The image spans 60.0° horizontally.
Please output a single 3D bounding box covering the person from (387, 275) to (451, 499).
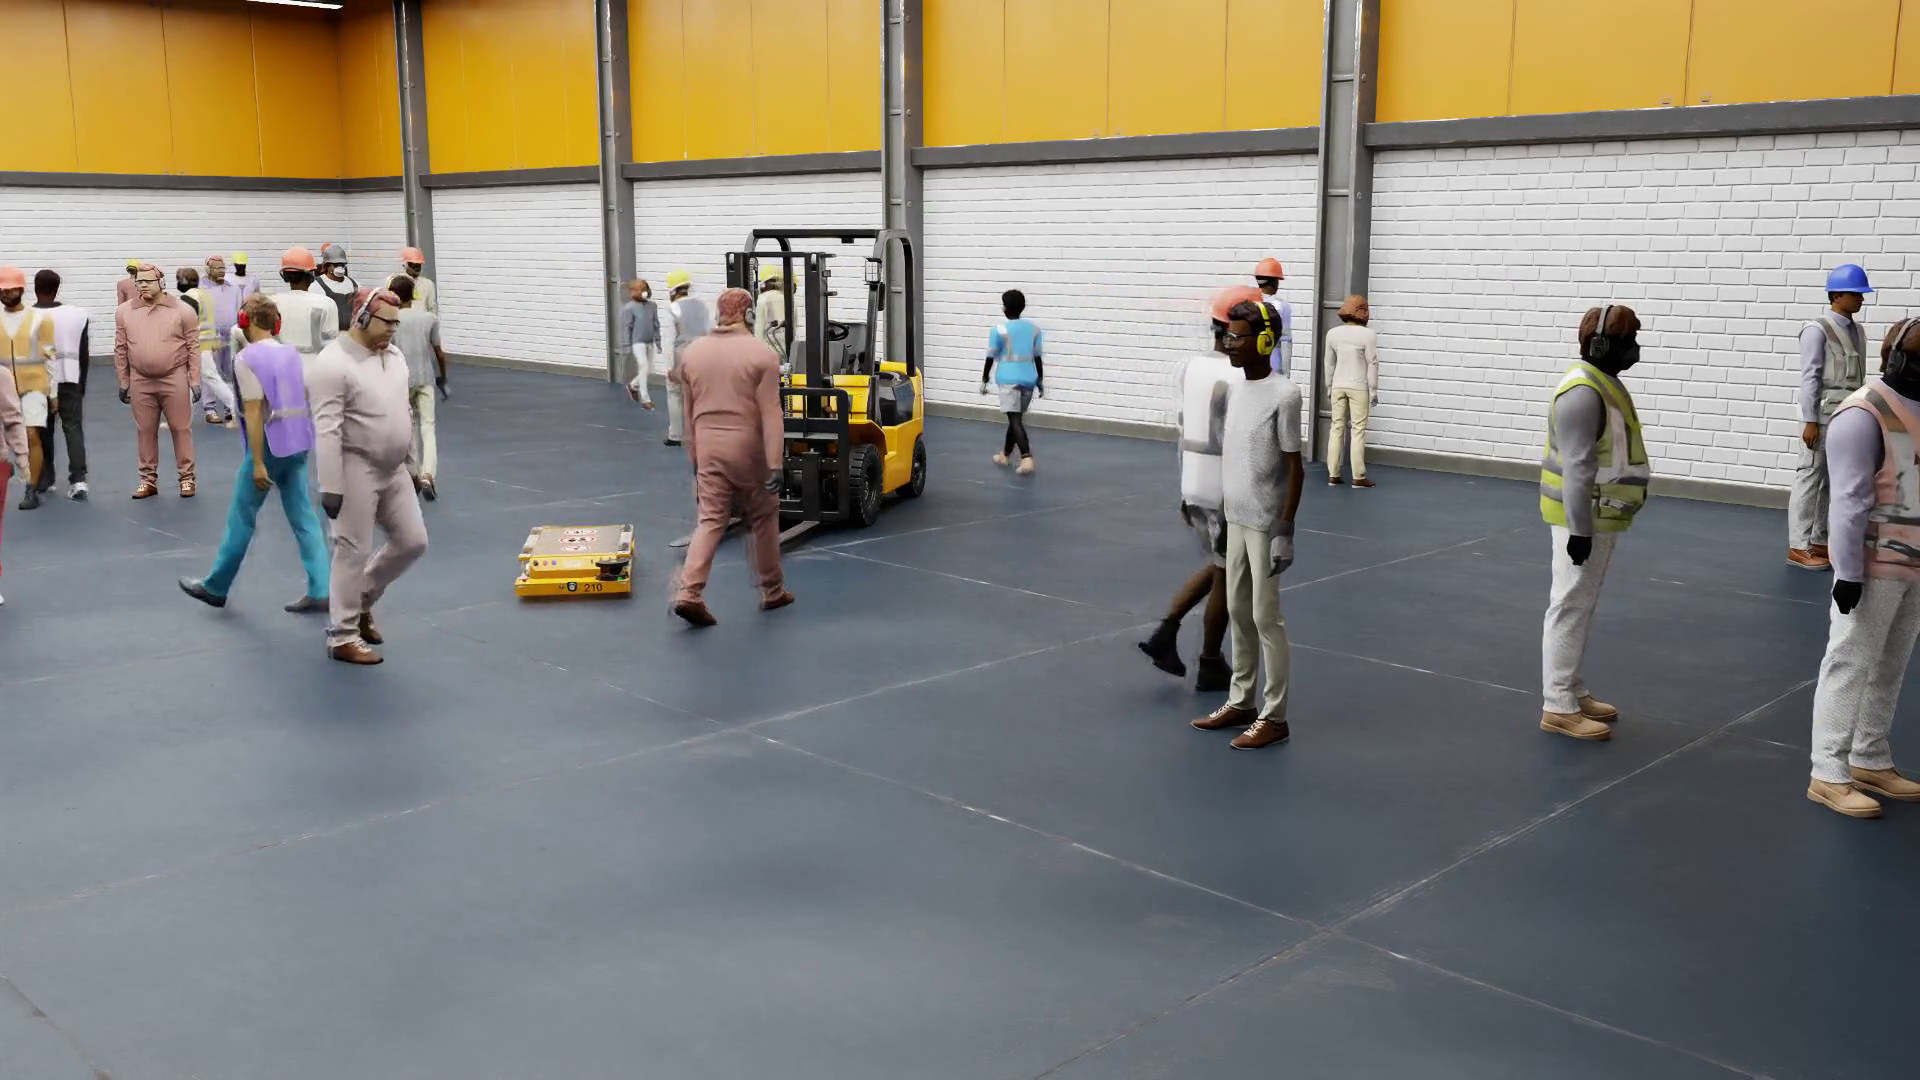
[{"bbox_3d":[-4.452,-1.256,13.621,0.551,1.826,0.944,-4,11,-19],"label":"person"}]

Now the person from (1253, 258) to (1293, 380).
[{"bbox_3d":[2.673,-1.503,14.626,0.550,1.933,0.375,8,13,37],"label":"person"}]

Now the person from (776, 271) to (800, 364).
[{"bbox_3d":[-1.953,-2.192,18.911,0.297,1.744,0.487,-1,10,-6],"label":"person"}]

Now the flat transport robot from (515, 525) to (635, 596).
[{"bbox_3d":[-2.385,0.105,10.402,0.652,0.197,1.431,-2,11,-9],"label":"flat transport robot"}]

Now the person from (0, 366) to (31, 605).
[{"bbox_3d":[-5.523,-0.425,9.316,0.540,1.720,0.894,-7,12,-33],"label":"person"}]

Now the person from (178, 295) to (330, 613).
[{"bbox_3d":[-3.979,-0.476,9.421,0.968,1.785,0.580,2,11,11],"label":"person"}]

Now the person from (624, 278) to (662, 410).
[{"bbox_3d":[-3.935,-2.415,20.477,0.549,1.610,0.506,8,13,37],"label":"person"}]

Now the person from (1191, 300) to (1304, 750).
[{"bbox_3d":[1.219,-0.062,6.950,0.312,1.869,0.535,-4,11,-22],"label":"person"}]

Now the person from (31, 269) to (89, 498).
[{"bbox_3d":[-7.429,-1.283,13.665,0.578,1.864,1.014,-7,12,-33],"label":"person"}]

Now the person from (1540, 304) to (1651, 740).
[{"bbox_3d":[2.720,-0.084,7.148,0.430,1.843,0.626,6,12,29],"label":"person"}]

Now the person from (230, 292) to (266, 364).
[{"bbox_3d":[-6.222,-1.400,14.898,0.546,1.615,0.588,-2,11,-13],"label":"person"}]

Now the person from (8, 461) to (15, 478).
[{"bbox_3d":[-8.309,-1.334,13.838,0.551,1.891,0.957,-1,10,-8],"label":"person"}]

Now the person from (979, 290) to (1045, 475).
[{"bbox_3d":[0.492,-1.426,14.998,0.550,1.647,0.914,-6,12,-28],"label":"person"}]

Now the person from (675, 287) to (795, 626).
[{"bbox_3d":[-1.266,-0.463,9.203,0.671,1.855,0.947,4,11,22],"label":"person"}]

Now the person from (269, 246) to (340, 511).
[{"bbox_3d":[-5.060,-1.240,12.890,0.607,2.048,0.370,0,10,1],"label":"person"}]

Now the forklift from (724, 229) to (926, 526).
[{"bbox_3d":[-1.050,-1.319,12.920,1.214,2.155,2.313,2,11,13],"label":"forklift"}]

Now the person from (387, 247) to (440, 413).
[{"bbox_3d":[-6.529,-2.504,19.934,0.491,1.980,0.629,10,14,43],"label":"person"}]

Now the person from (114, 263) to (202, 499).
[{"bbox_3d":[-6.509,-1.283,13.509,0.652,1.906,0.403,-2,11,-11],"label":"person"}]

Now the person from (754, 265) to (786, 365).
[{"bbox_3d":[-2.086,-2.076,18.084,0.434,1.811,0.600,7,12,32],"label":"person"}]

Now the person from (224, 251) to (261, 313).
[{"bbox_3d":[-10.814,-3.390,25.013,0.599,1.903,0.753,-7,12,-32],"label":"person"}]

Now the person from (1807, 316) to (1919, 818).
[{"bbox_3d":[3.452,0.096,6.169,0.633,1.839,0.429,-7,12,-32],"label":"person"}]

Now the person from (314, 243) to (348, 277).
[{"bbox_3d":[-10.963,-4.171,29.011,0.612,1.994,0.395,-9,14,-40],"label":"person"}]

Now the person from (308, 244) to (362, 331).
[{"bbox_3d":[-6.525,-2.095,17.567,0.538,2.000,0.690,8,13,37],"label":"person"}]

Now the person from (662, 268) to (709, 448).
[{"bbox_3d":[-2.697,-1.794,16.560,0.720,1.813,0.605,8,13,38],"label":"person"}]

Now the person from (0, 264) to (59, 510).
[{"bbox_3d":[-7.403,-1.220,13.156,0.547,1.918,0.712,-2,11,-11],"label":"person"}]

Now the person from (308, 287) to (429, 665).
[{"bbox_3d":[-2.957,-0.324,8.355,0.441,1.876,0.752,3,11,17],"label":"person"}]

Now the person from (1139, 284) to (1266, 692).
[{"bbox_3d":[1.188,-0.218,7.677,0.492,1.914,0.547,-4,11,-21],"label":"person"}]

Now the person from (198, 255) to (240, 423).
[{"bbox_3d":[-8.456,-2.293,19.019,0.404,1.904,0.651,5,12,26],"label":"person"}]

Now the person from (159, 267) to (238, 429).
[{"bbox_3d":[-8.345,-2.106,18.321,0.953,1.798,0.616,-3,11,-14],"label":"person"}]

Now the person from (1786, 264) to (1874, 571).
[{"bbox_3d":[5.598,-0.788,10.694,0.602,1.948,0.387,-7,13,-35],"label":"person"}]

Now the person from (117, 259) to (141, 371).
[{"bbox_3d":[-12.905,-3.523,26.103,0.534,1.767,0.320,-3,11,-17],"label":"person"}]

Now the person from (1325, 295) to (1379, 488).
[{"bbox_3d":[3.324,-1.259,14.119,0.498,1.633,0.278,10,14,44],"label":"person"}]
